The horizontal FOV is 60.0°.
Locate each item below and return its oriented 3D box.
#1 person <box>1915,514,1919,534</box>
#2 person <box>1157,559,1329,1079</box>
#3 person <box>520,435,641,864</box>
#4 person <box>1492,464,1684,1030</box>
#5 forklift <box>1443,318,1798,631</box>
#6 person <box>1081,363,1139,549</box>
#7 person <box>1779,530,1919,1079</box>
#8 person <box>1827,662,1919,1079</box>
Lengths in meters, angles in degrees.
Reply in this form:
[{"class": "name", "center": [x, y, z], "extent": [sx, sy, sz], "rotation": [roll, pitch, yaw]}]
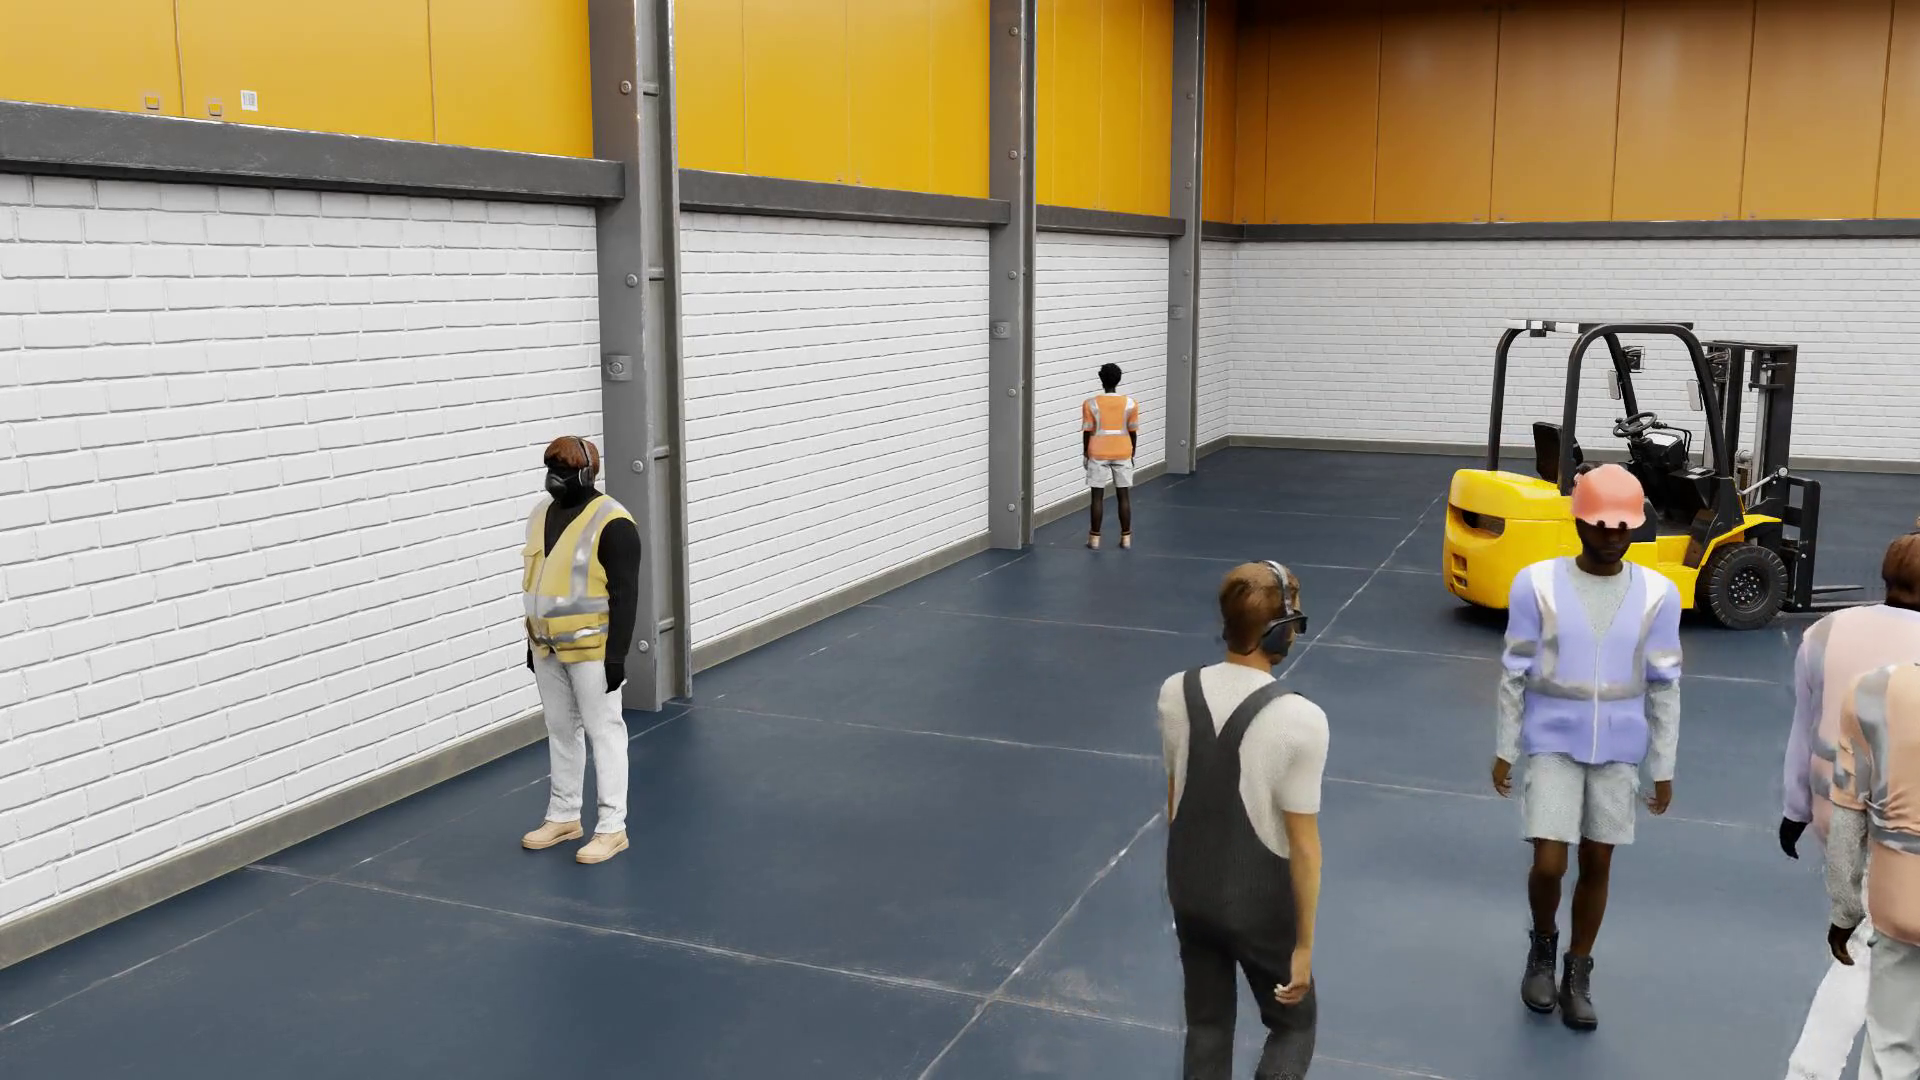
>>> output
[{"class": "person", "center": [6.742, -0.132, 11.007], "extent": [0.640, 1.796, 0.867], "rotation": [2, 10, 14]}, {"class": "person", "center": [0.740, 0.954, 4.325], "extent": [0.500, 1.827, 0.415], "rotation": [7, 12, 37]}, {"class": "person", "center": [-1.669, 0.466, 7.215], "extent": [0.626, 1.846, 0.429], "rotation": [6, 11, 34]}, {"class": "person", "center": [2.094, 0.701, 5.550], "extent": [0.574, 1.922, 0.408], "rotation": [1, 9, 9]}, {"class": "forklift", "center": [4.706, -0.497, 11.990], "extent": [2.313, 2.155, 1.214], "rotation": [-2, 10, -10]}, {"class": "person", "center": [1.355, -0.755, 15.086], "extent": [0.537, 1.693, 0.320], "rotation": [-1, 9, -5]}, {"class": "person", "center": [2.821, 0.858, 5.009], "extent": [0.956, 1.796, 0.658], "rotation": [-4, 10, -21]}, {"class": "person", "center": [2.456, 0.936, 4.109], "extent": [0.380, 1.928, 0.586], "rotation": [-8, 12, -40]}]
